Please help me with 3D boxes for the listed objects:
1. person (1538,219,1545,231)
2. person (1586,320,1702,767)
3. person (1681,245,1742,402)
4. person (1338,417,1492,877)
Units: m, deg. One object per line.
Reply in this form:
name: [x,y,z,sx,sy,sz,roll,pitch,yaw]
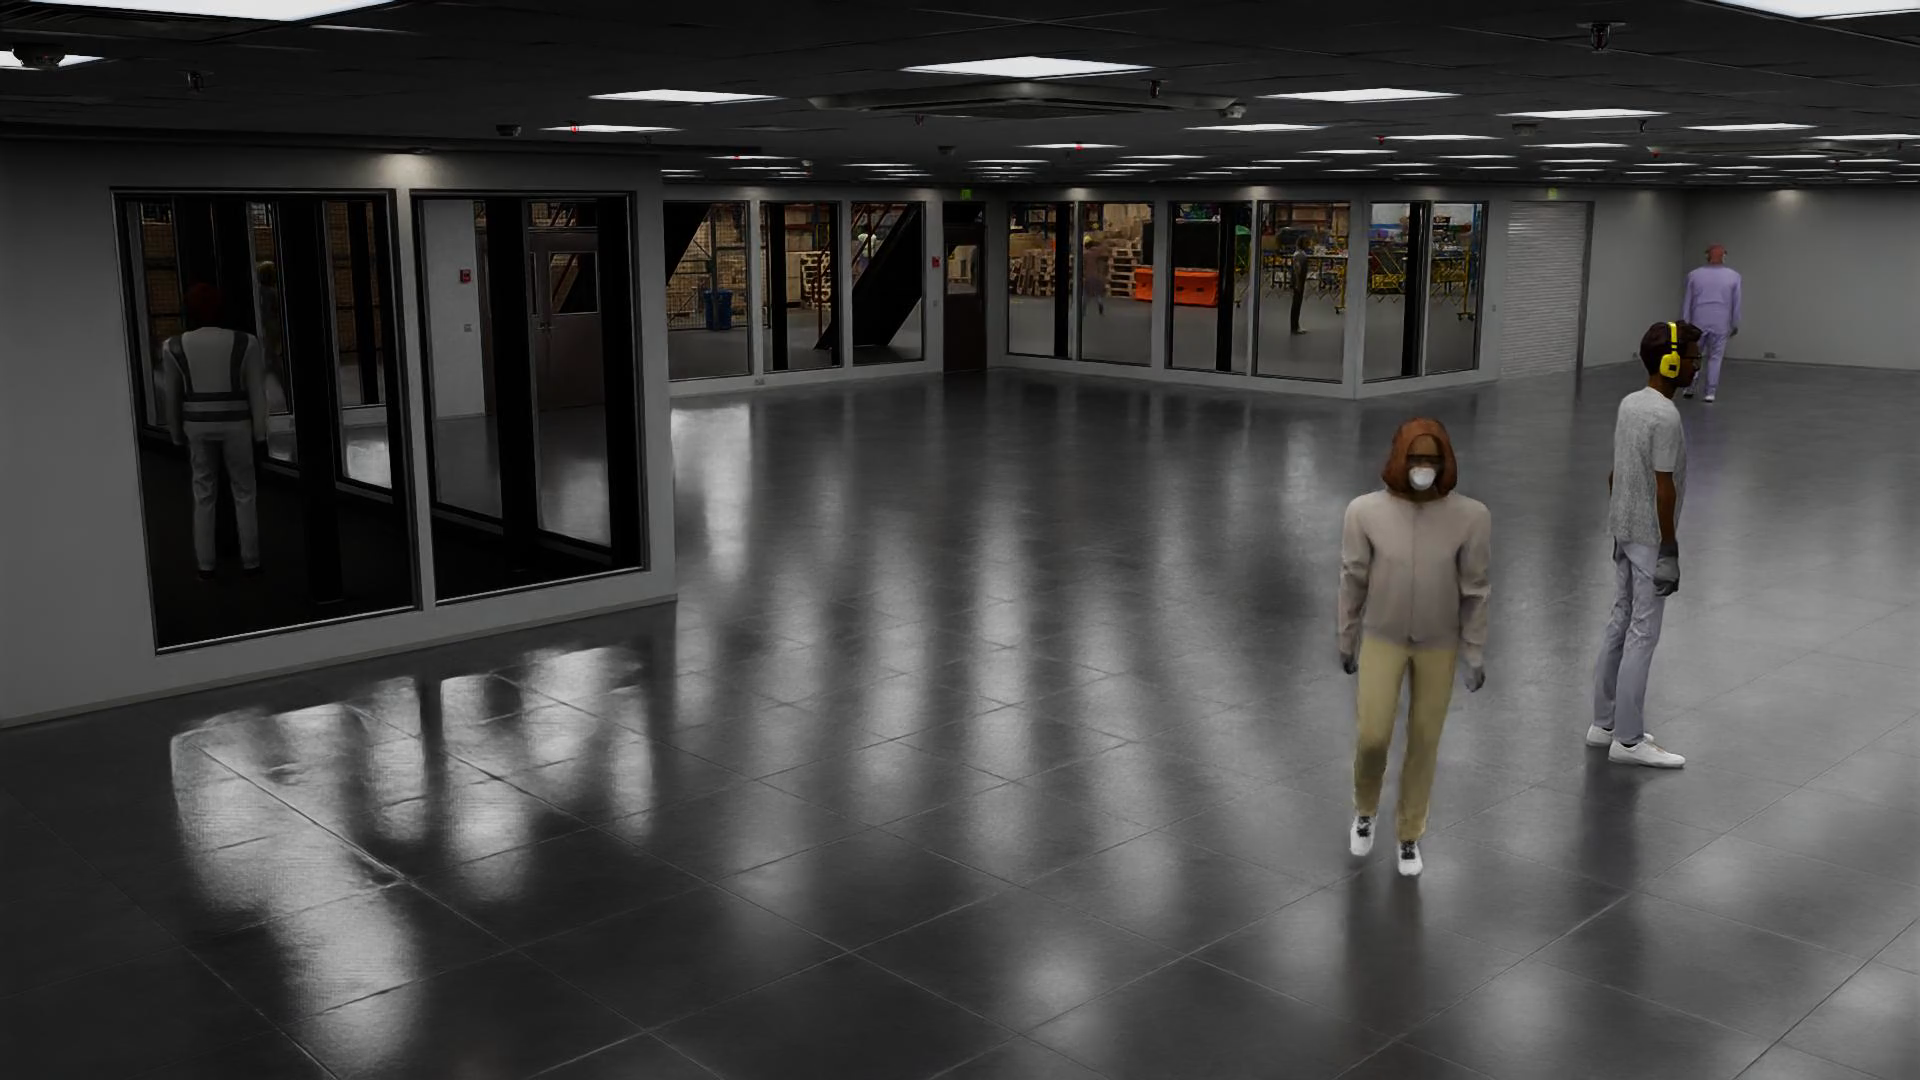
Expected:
person: [29.910,-15.765,85.918,0.613,1.923,0.707,1,11,3]
person: [2.895,0.013,7.007,0.309,1.868,0.535,0,11,0]
person: [9.140,-2.637,20.265,0.661,1.879,0.845,5,12,23]
person: [1.567,0.381,5.769,0.499,1.622,0.355,2,11,9]
